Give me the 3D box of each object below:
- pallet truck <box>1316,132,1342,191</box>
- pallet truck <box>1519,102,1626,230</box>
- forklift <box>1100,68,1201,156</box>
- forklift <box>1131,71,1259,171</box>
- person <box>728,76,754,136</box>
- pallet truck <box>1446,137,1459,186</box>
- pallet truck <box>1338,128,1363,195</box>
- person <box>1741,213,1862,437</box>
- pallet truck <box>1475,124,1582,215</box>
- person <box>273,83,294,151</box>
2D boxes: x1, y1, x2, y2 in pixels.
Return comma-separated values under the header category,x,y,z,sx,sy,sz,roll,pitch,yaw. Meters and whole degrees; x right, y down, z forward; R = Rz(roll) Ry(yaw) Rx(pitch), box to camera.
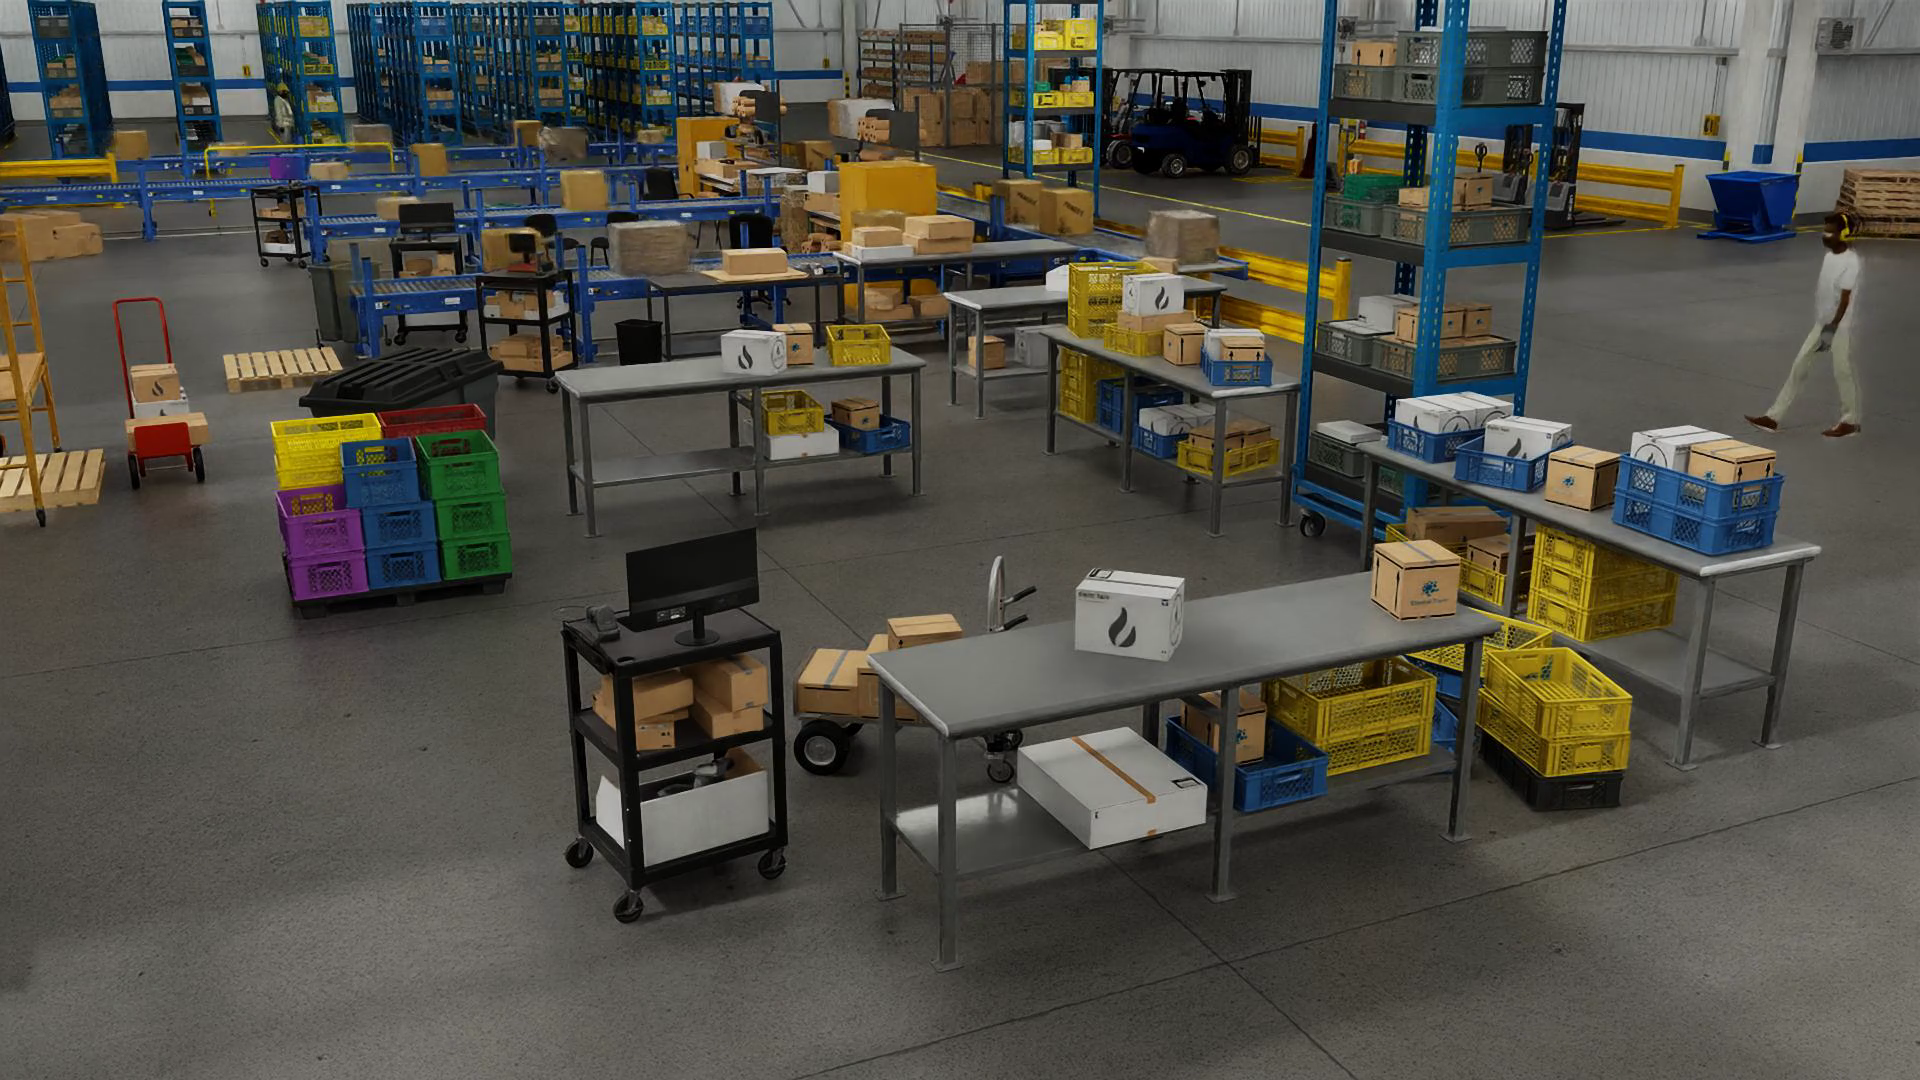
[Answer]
category,x,y,z,sx,sy,sz,roll,pitch,yaw
pallet truck,7.723,-7.504,32.656,1.601,1.201,0.680,-8,19,-23
pallet truck,9.972,-6.037,26.785,1.885,1.965,0.823,-9,20,-25
forklift,4.082,-9.564,37.410,2.680,1.987,1.157,-8,19,-23
forklift,4.998,-8.936,35.413,2.680,1.987,1.157,-9,20,-25
person,-4.923,-9.419,37.441,0.612,1.996,0.389,4,18,11
pallet truck,9.184,-6.485,29.328,1.630,1.274,0.653,-8,19,-23
pallet truck,7.845,-7.140,31.411,1.522,1.261,0.704,-9,20,-25
person,6.965,-1.711,13.444,0.953,1.821,0.544,-2,18,-5
pallet truck,9.707,-6.455,28.103,1.885,1.965,0.823,-7,19,-20
person,-15.382,-9.481,37.908,0.404,1.827,0.600,-2,18,-5
